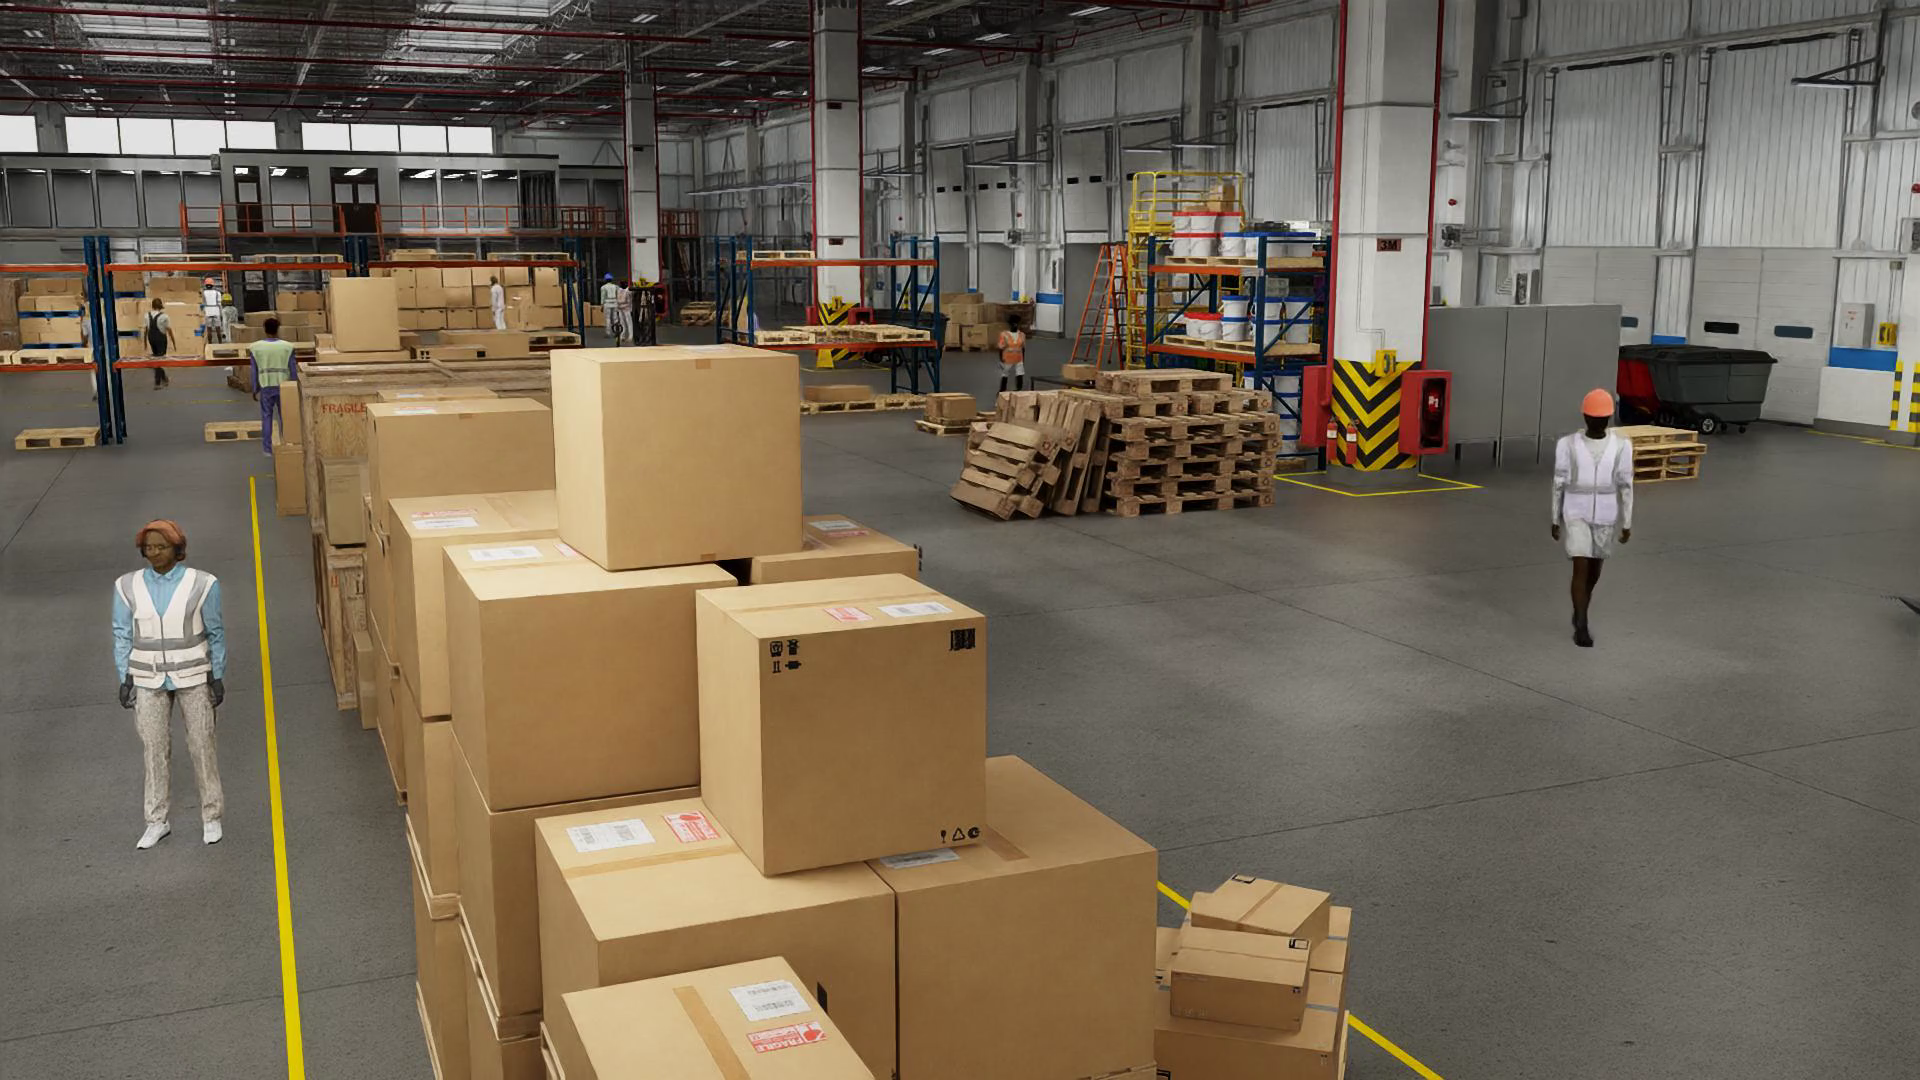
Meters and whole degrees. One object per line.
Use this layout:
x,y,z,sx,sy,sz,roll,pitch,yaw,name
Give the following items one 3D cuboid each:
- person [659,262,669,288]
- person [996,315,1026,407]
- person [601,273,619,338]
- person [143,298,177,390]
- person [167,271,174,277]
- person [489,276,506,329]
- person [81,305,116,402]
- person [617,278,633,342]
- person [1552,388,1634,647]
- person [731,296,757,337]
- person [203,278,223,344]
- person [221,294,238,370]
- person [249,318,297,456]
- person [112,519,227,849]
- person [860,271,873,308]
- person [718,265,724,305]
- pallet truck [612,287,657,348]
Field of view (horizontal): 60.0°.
-13.234,-11.385,73.915,0.638,1.985,0.416,-1,10,-7,person
0.899,-3.159,29.465,0.554,1.666,0.606,-4,11,-22,person
-10.519,-7.033,50.019,0.602,1.948,0.385,-8,13,-36,person
-16.000,-3.936,33.343,0.543,1.796,0.946,0,10,2,person
-30.138,-9.389,63.354,0.967,1.833,0.603,-6,12,-31,person
-13.400,-6.675,48.134,0.390,1.927,0.643,1,10,6,person
-15.714,-3.417,30.396,0.541,1.841,0.763,-6,12,-28,person
-9.722,-6.659,48.250,0.633,1.841,0.429,6,12,32,person
4.755,-0.207,12.552,0.553,1.906,0.933,2,10,10,person
-4.161,-3.833,32.548,0.597,1.901,0.721,6,12,29,person
-20.153,-6.079,44.785,0.542,1.939,0.362,-6,12,-29,person
-16.683,-4.750,38.001,0.302,1.745,0.483,3,11,14,person
-9.460,-2.101,22.961,0.592,1.909,0.408,-4,11,-22,person
-3.892,0.704,8.226,0.514,1.641,0.308,-2,11,-12,person
-3.546,-8.933,60.861,0.689,1.816,0.546,-1,10,-7,person
-10.438,-11.085,72.426,0.389,1.923,0.594,-7,13,-35,person
-6.464,-4.406,35.401,0.823,1.965,1.885,6,12,32,pallet truck
